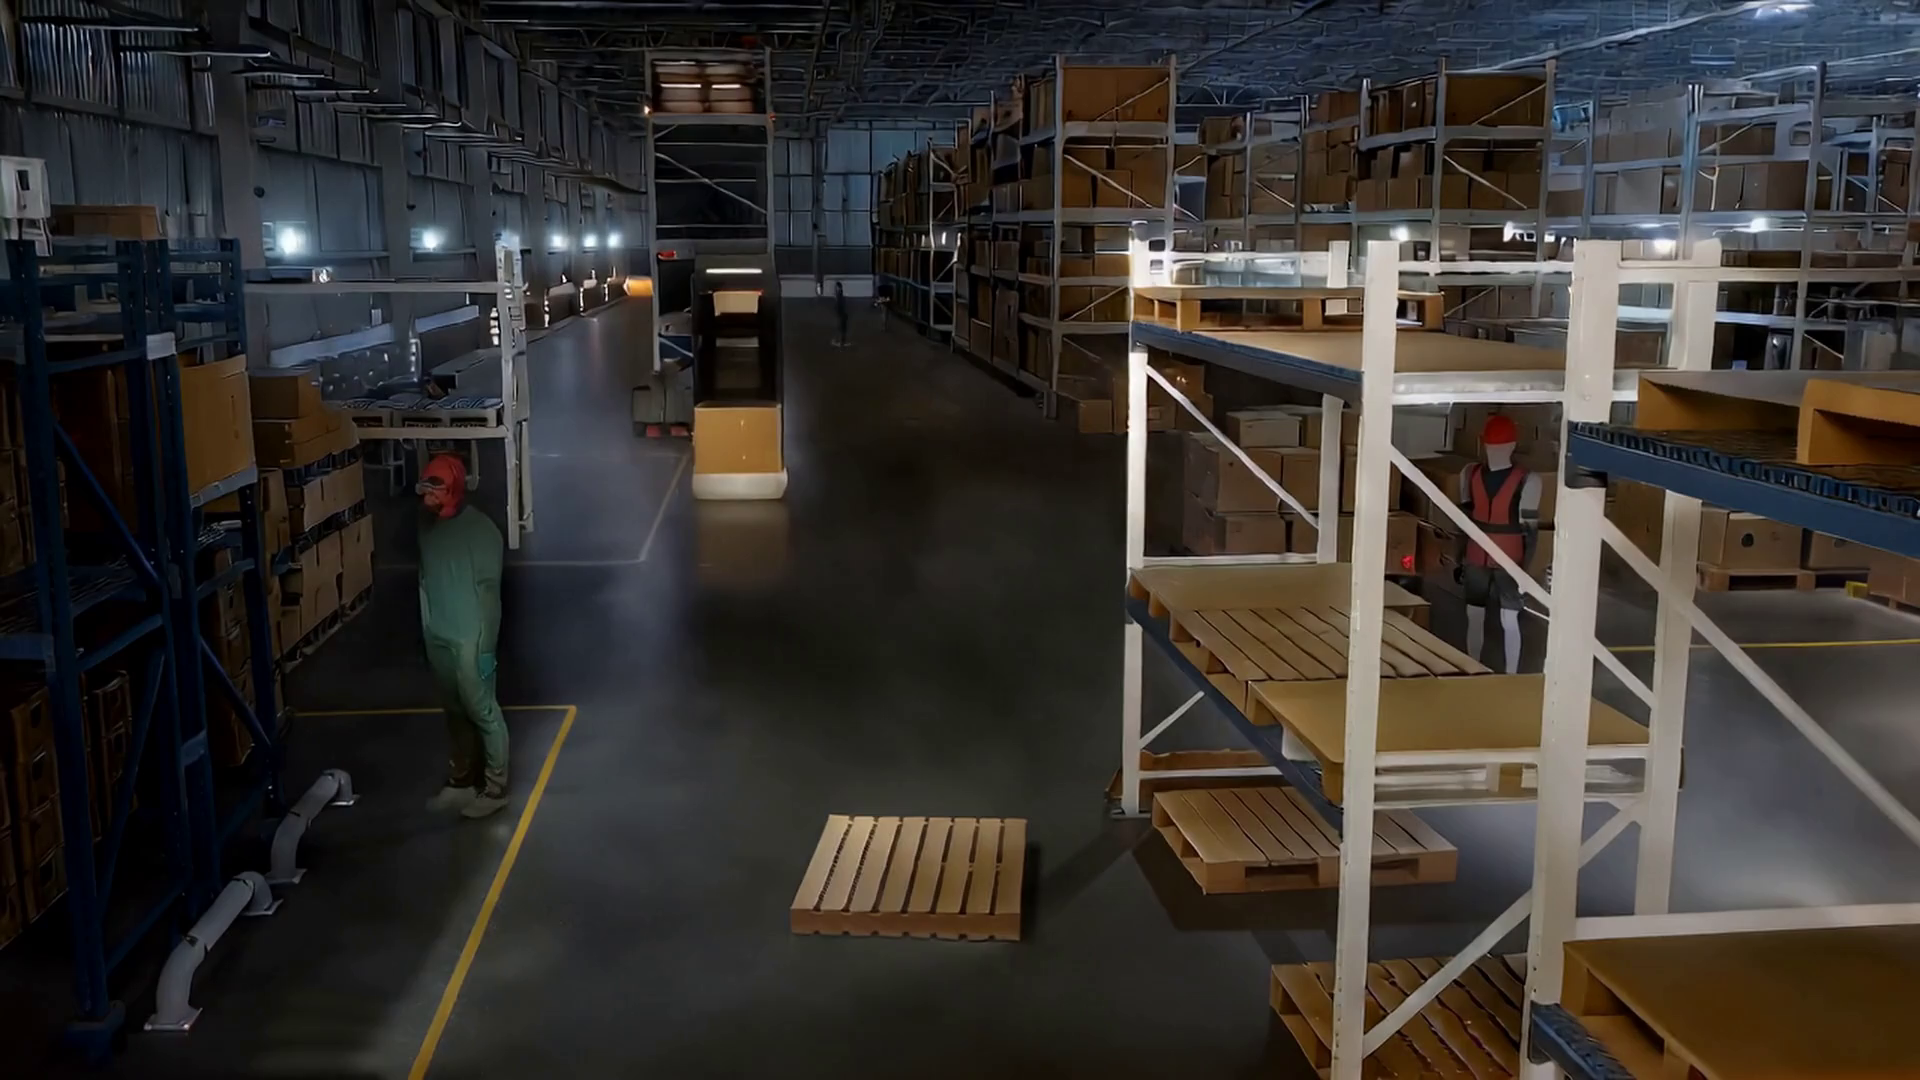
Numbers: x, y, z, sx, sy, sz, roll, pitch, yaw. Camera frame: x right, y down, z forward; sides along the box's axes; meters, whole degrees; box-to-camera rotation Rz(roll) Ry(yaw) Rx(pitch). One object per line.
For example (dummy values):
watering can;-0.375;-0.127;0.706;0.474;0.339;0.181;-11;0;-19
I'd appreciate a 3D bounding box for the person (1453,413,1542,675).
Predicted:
person;3.491;0.126;10.881;0.546;1.930;0.390;8;13;39

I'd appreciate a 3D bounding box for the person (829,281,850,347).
person;-3.414;-6.429;47.360;0.614;1.870;0.709;-5;11;-26

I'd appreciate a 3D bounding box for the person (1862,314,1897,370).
person;14.700;-2.685;26.641;0.320;1.867;0.541;-6;12;-29

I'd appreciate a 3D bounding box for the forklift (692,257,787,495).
forklift;-2.703;-2.040;20.238;1.129;2.768;1.873;-1;10;-6

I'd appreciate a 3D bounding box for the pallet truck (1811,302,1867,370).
pallet truck;15.846;-3.142;28.793;1.885;1.965;0.823;2;10;12

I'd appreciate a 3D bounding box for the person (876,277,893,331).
person;-2.548;-7.942;55.972;0.584;1.805;0.993;-1;10;-7

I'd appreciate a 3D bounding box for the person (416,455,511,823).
person;-2.620;0.512;8.740;0.631;1.931;0.366;8;13;37
